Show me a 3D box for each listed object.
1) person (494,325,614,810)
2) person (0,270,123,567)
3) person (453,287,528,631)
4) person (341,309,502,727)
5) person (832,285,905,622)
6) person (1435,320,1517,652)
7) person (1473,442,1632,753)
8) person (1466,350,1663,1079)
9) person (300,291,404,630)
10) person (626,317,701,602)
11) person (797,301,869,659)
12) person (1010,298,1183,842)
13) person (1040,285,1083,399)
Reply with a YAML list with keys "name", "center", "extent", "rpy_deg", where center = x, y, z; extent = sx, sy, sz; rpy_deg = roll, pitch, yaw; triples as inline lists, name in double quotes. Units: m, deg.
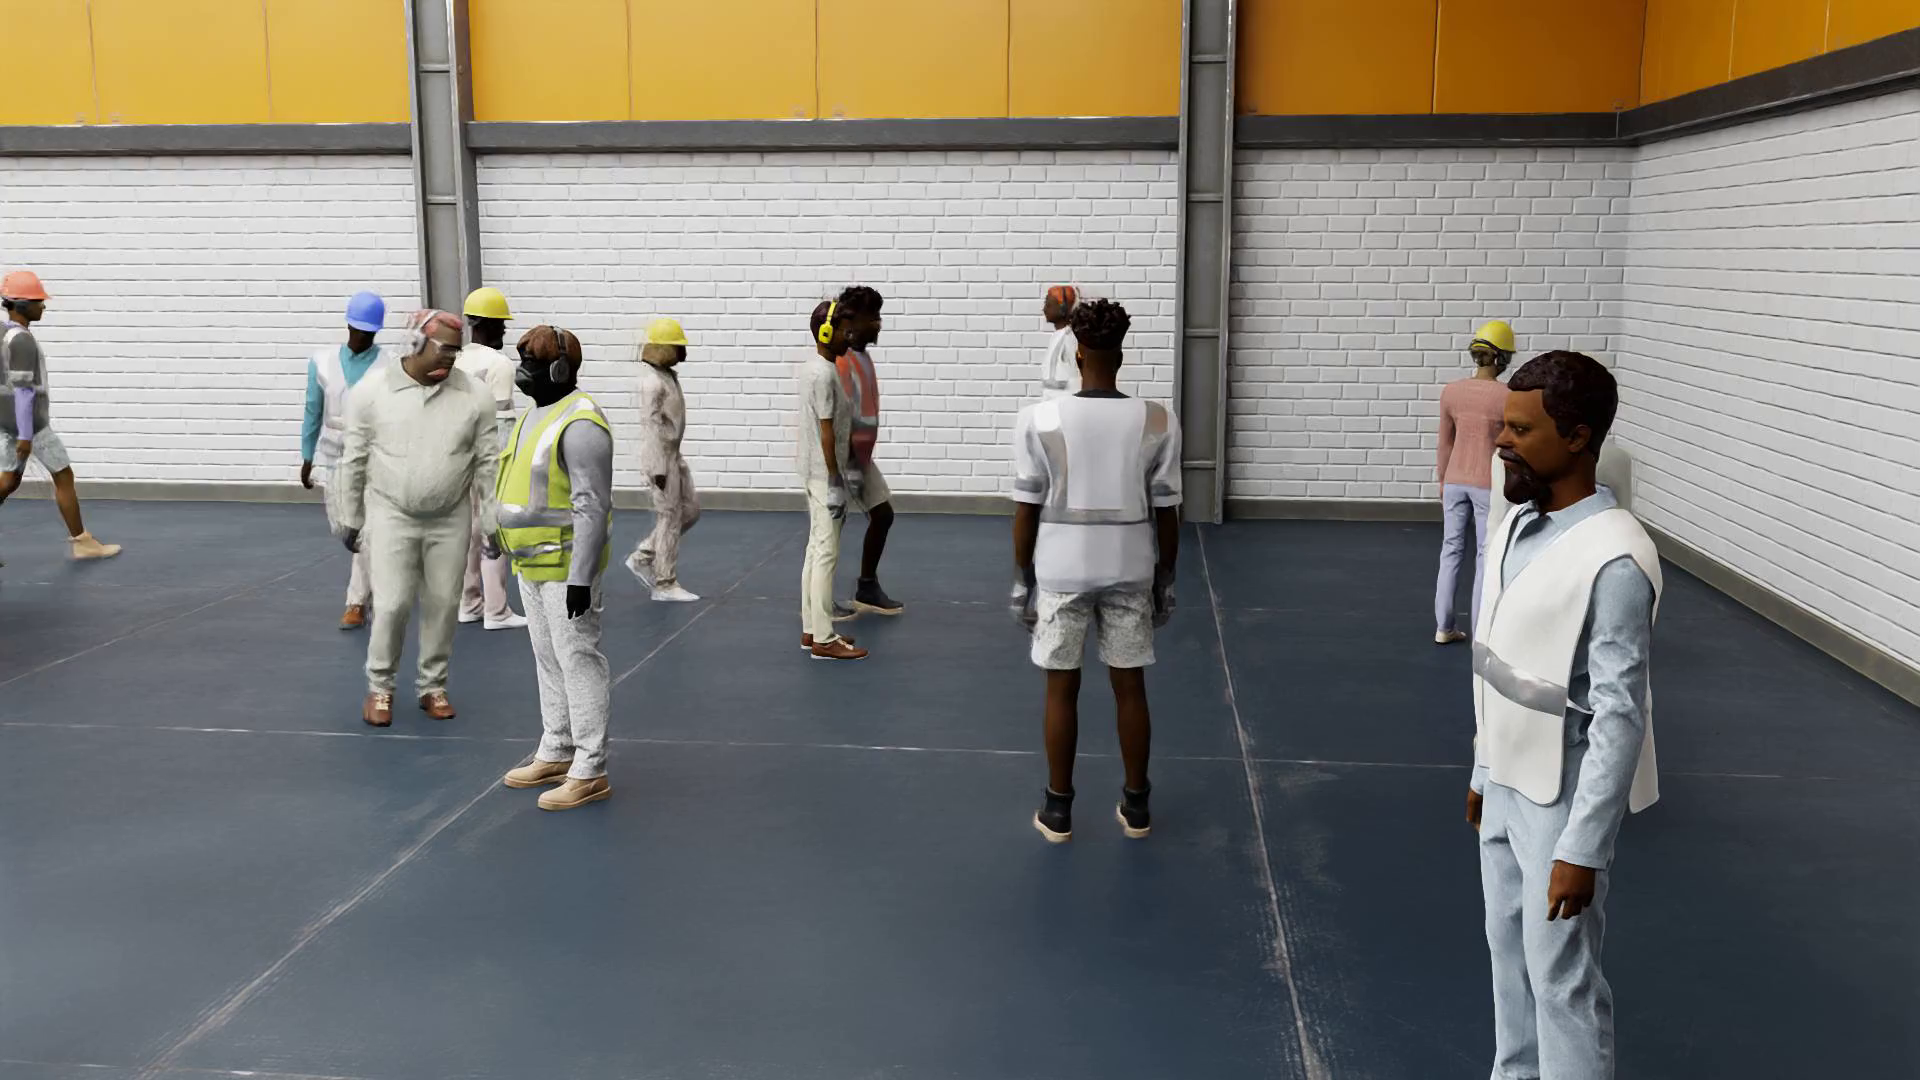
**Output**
- name: "person"
  center: [-1.558, 0.100, 6.403]
  extent: [0.429, 1.846, 0.626]
  rpy_deg: [-7, 12, -35]
- name: "person"
  center: [-6.302, -0.802, 11.147]
  extent: [0.608, 2.002, 1.012]
  rpy_deg: [9, 14, 43]
- name: "person"
  center: [-2.654, -0.453, 9.363]
  extent: [0.588, 1.918, 0.397]
  rpy_deg: [9, 13, 42]
- name: "person"
  center: [-2.387, -0.094, 7.445]
  extent: [0.674, 1.868, 0.492]
  rpy_deg: [-5, 11, -27]
- name: "person"
  center: [-0.598, -0.472, 9.418]
  extent: [0.660, 1.928, 0.621]
  rpy_deg: [3, 10, 18]
- name: "person"
  center: [2.769, -0.278, 8.822]
  extent: [0.345, 1.758, 0.532]
  rpy_deg: [-8, 13, -39]
- name: "person"
  center: [2.276, 0.149, 6.436]
  extent: [0.544, 1.731, 0.825]
  rpy_deg: [2, 10, 9]
- name: "person"
  center: [1.270, 0.555, 3.586]
  extent: [0.391, 1.920, 0.593]
  rpy_deg: [-1, 10, -4]
- name: "person"
  center: [-3.415, -0.481, 9.560]
  extent: [0.648, 1.903, 0.792]
  rpy_deg: [0, 10, 1]
- name: "person"
  center: [-1.775, -0.476, 10.034]
  extent: [0.411, 1.723, 0.502]
  rpy_deg: [1, 10, 3]
- name: "person"
  center: [-0.683, -0.311, 8.704]
  extent: [0.326, 1.865, 0.518]
  rpy_deg: [-3, 10, -15]
- name: "person"
  center: [0.488, 0.118, 5.978]
  extent: [0.609, 1.957, 0.372]
  rpy_deg: [-1, 10, -5]
- name: "person"
  center: [0.732, -0.910, 12.097]
  extent: [0.486, 1.866, 0.572]
  rpy_deg: [0, 10, -3]
